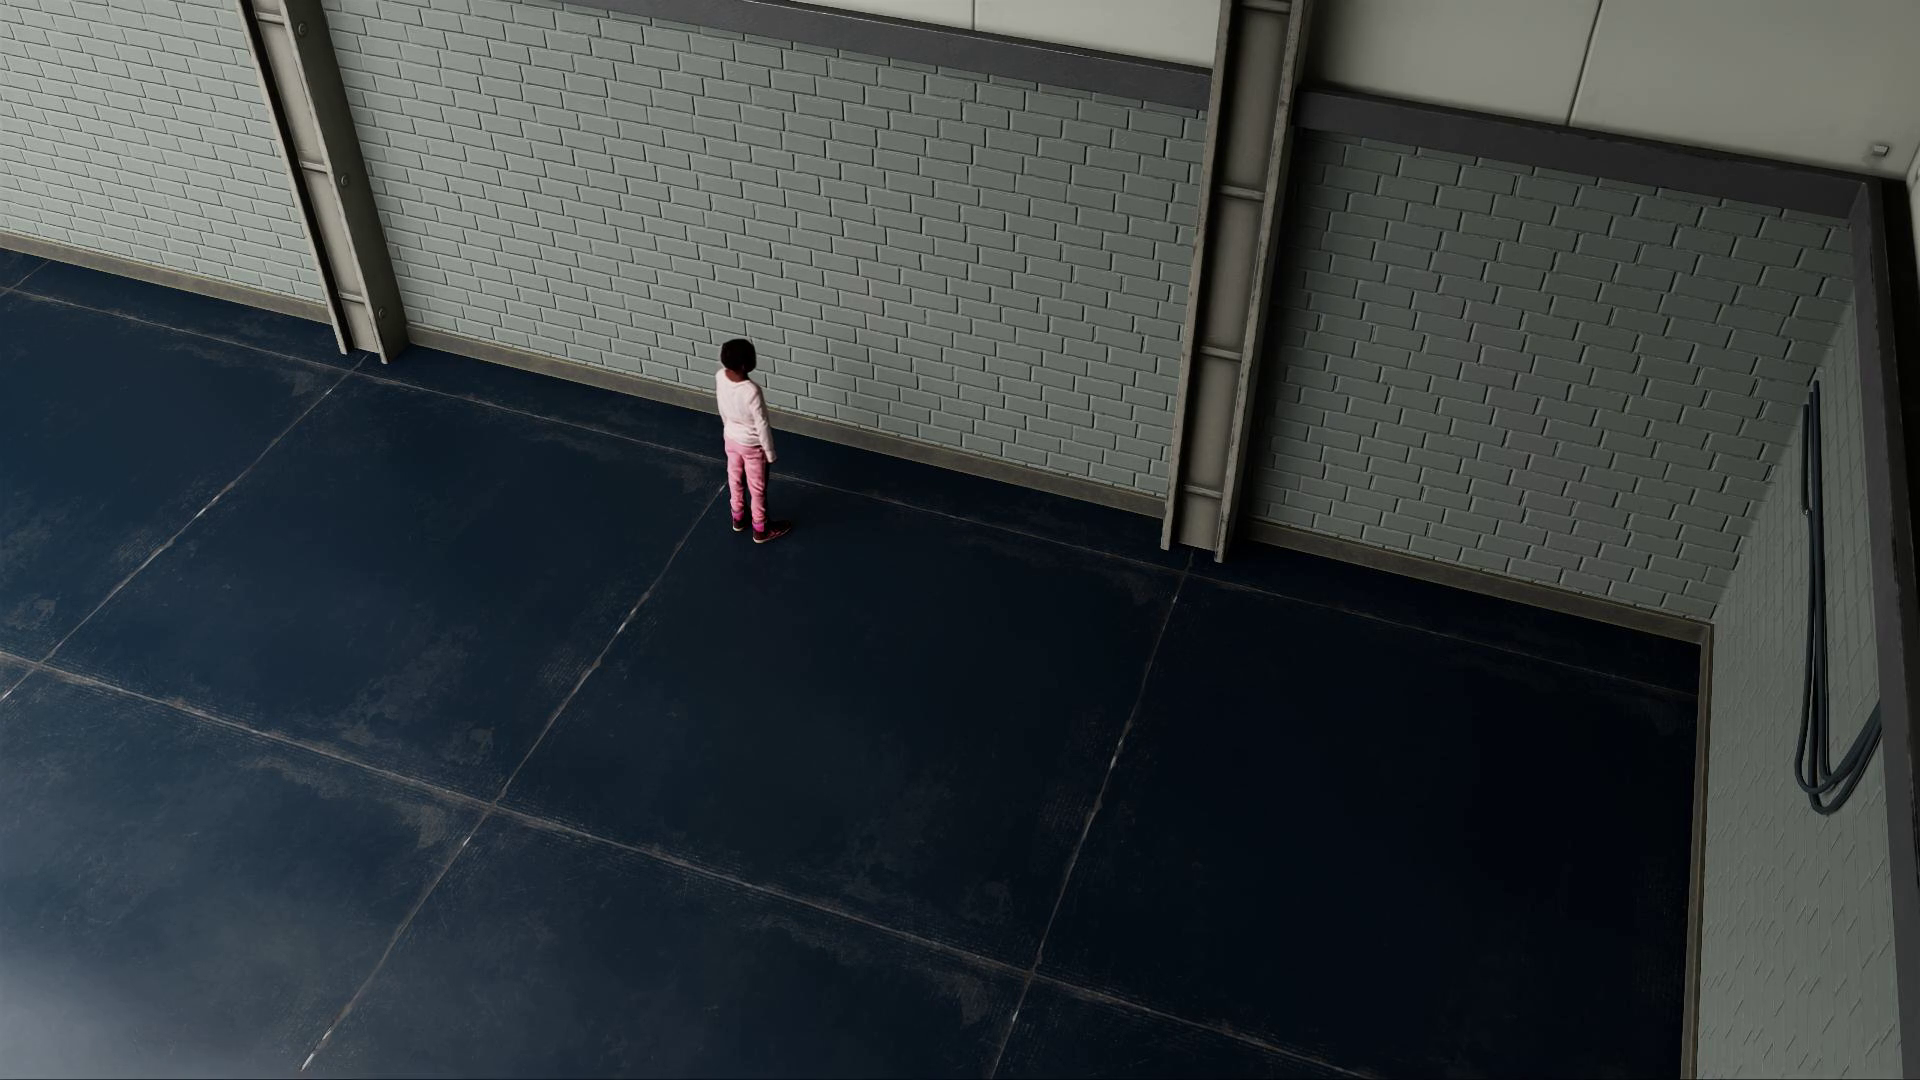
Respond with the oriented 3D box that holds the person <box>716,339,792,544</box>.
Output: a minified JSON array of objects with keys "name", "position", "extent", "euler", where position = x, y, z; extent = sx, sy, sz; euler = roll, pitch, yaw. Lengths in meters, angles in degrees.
[{"name":"person","position":[-1.276,-0.614,9.935],"extent":[0.535,1.444,0.674],"euler":[30,50,29]}]
